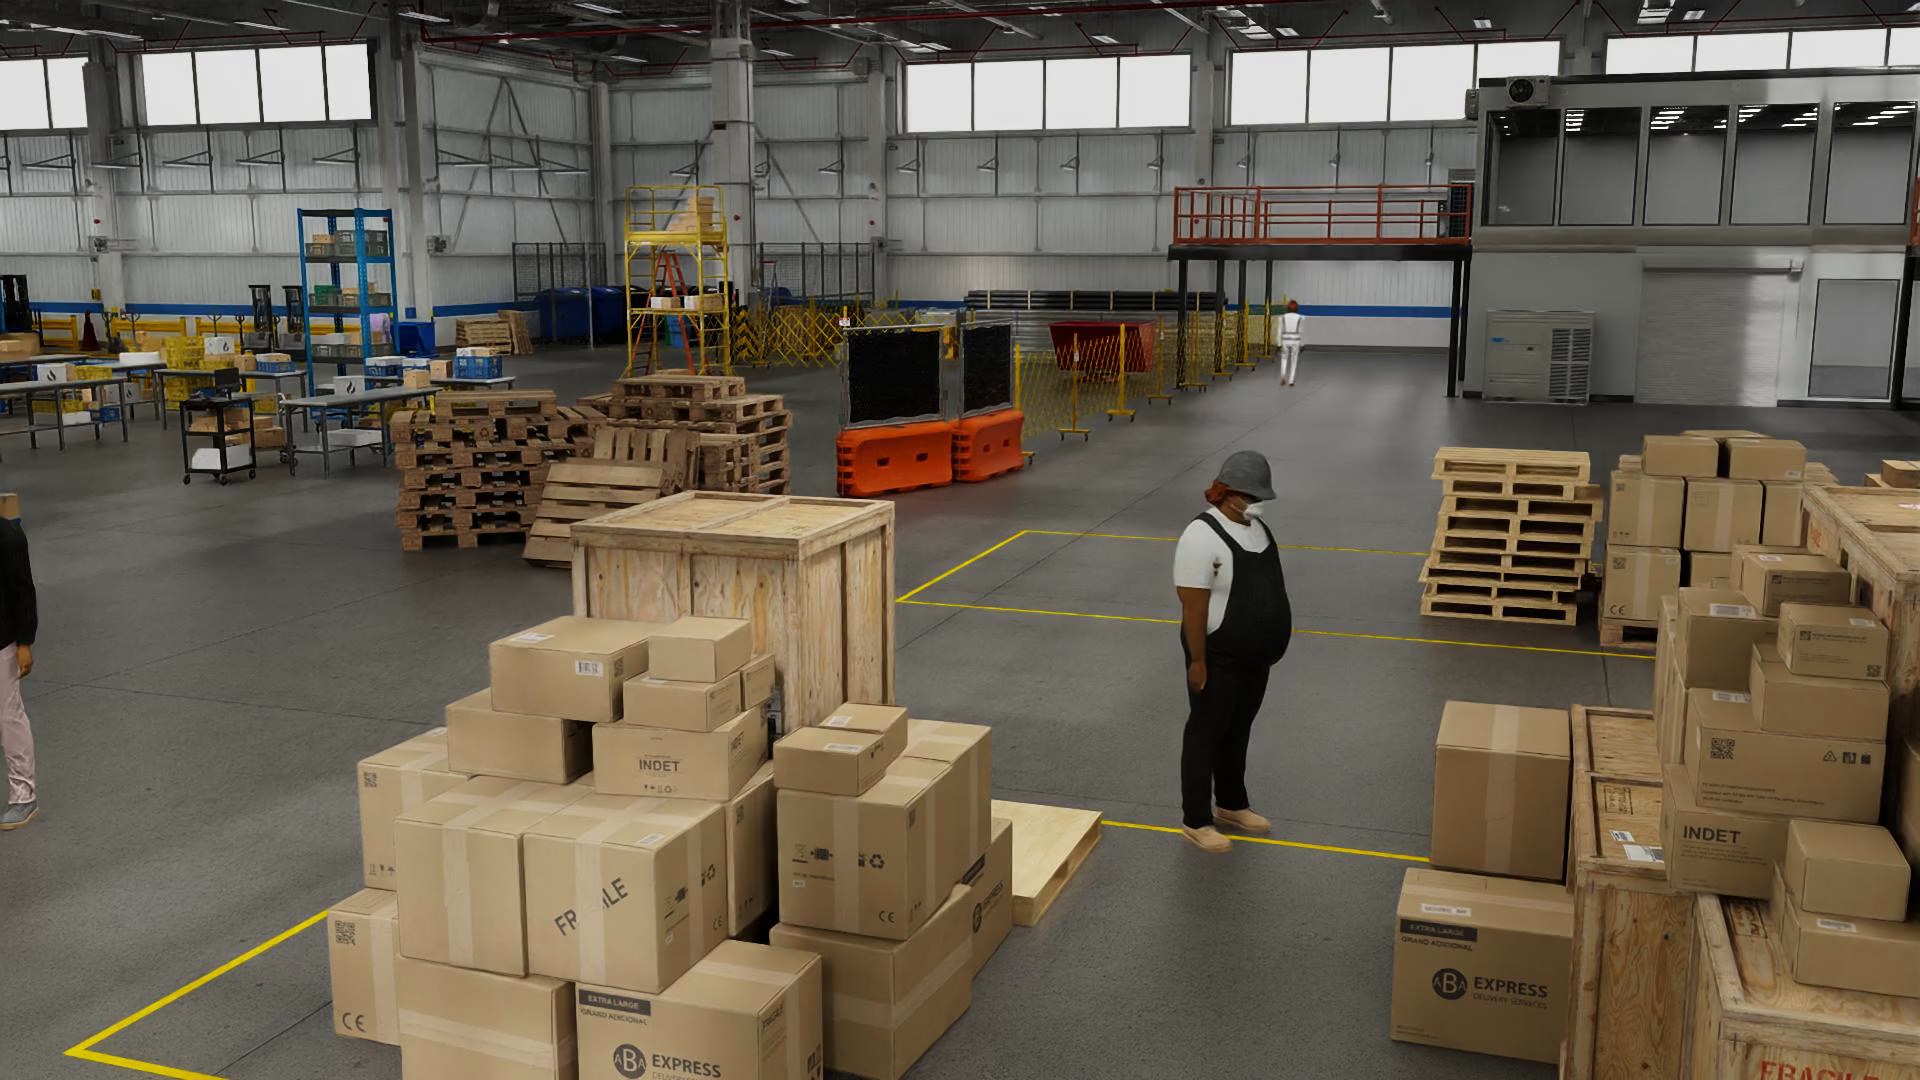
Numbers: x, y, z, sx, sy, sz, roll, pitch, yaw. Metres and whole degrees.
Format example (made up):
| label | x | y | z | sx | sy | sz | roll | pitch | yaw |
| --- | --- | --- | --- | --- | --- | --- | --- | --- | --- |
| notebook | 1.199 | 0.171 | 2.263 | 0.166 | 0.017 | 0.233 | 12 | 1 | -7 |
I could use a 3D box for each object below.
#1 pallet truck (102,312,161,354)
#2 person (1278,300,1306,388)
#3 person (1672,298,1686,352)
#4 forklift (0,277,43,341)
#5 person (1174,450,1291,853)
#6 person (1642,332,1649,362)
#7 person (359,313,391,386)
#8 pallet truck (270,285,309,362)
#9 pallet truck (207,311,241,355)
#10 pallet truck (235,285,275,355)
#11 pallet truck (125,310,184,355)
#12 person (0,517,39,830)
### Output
| label | x | y | z | sx | sy | sz | roll | pitch | yaw |
| --- | --- | --- | --- | --- | --- | --- | --- | --- | --- |
| pallet truck | -23.057 | -5.777 | 46.261 | 0.680 | 1.201 | 1.601 | 3 | 11 | 19 |
| person | 7.088 | -4.189 | 35.536 | 0.574 | 1.857 | 0.731 | 3 | 10 | 16 |
| person | 16.621 | -4.687 | 38.359 | 0.516 | 1.853 | 0.553 | -7 | 12 | -34 |
| forklift | -27.151 | -6.329 | 46.328 | 1.157 | 1.987 | 2.680 | 3 | 11 | 17 |
| person | 1.407 | 0.539 | 8.407 | 0.535 | 2.000 | 0.684 | 9 | 13 | 41 |
| person | 14.468 | -4.042 | 35.399 | 0.727 | 1.606 | 0.520 | 9 | 13 | 40 |
| person | -11.819 | -3.935 | 33.621 | 0.605 | 2.034 | 0.392 | -7 | 13 | -36 |
| pallet truck | -17.147 | -5.700 | 43.663 | 0.823 | 1.965 | 1.885 | 3 | 11 | 17 |
| pallet truck | -19.537 | -5.575 | 44.913 | 0.653 | 1.274 | 1.630 | 3 | 11 | 19 |
| pallet truck | -18.327 | -5.835 | 44.421 | 0.823 | 1.965 | 1.885 | 4 | 11 | 23 |
| pallet truck | -22.038 | -5.665 | 45.457 | 0.704 | 1.261 | 1.522 | 3 | 11 | 17 |
| person | -5.111 | 0.523 | 8.624 | 0.625 | 1.992 | 0.387 | 1 | 10 | 4 |
